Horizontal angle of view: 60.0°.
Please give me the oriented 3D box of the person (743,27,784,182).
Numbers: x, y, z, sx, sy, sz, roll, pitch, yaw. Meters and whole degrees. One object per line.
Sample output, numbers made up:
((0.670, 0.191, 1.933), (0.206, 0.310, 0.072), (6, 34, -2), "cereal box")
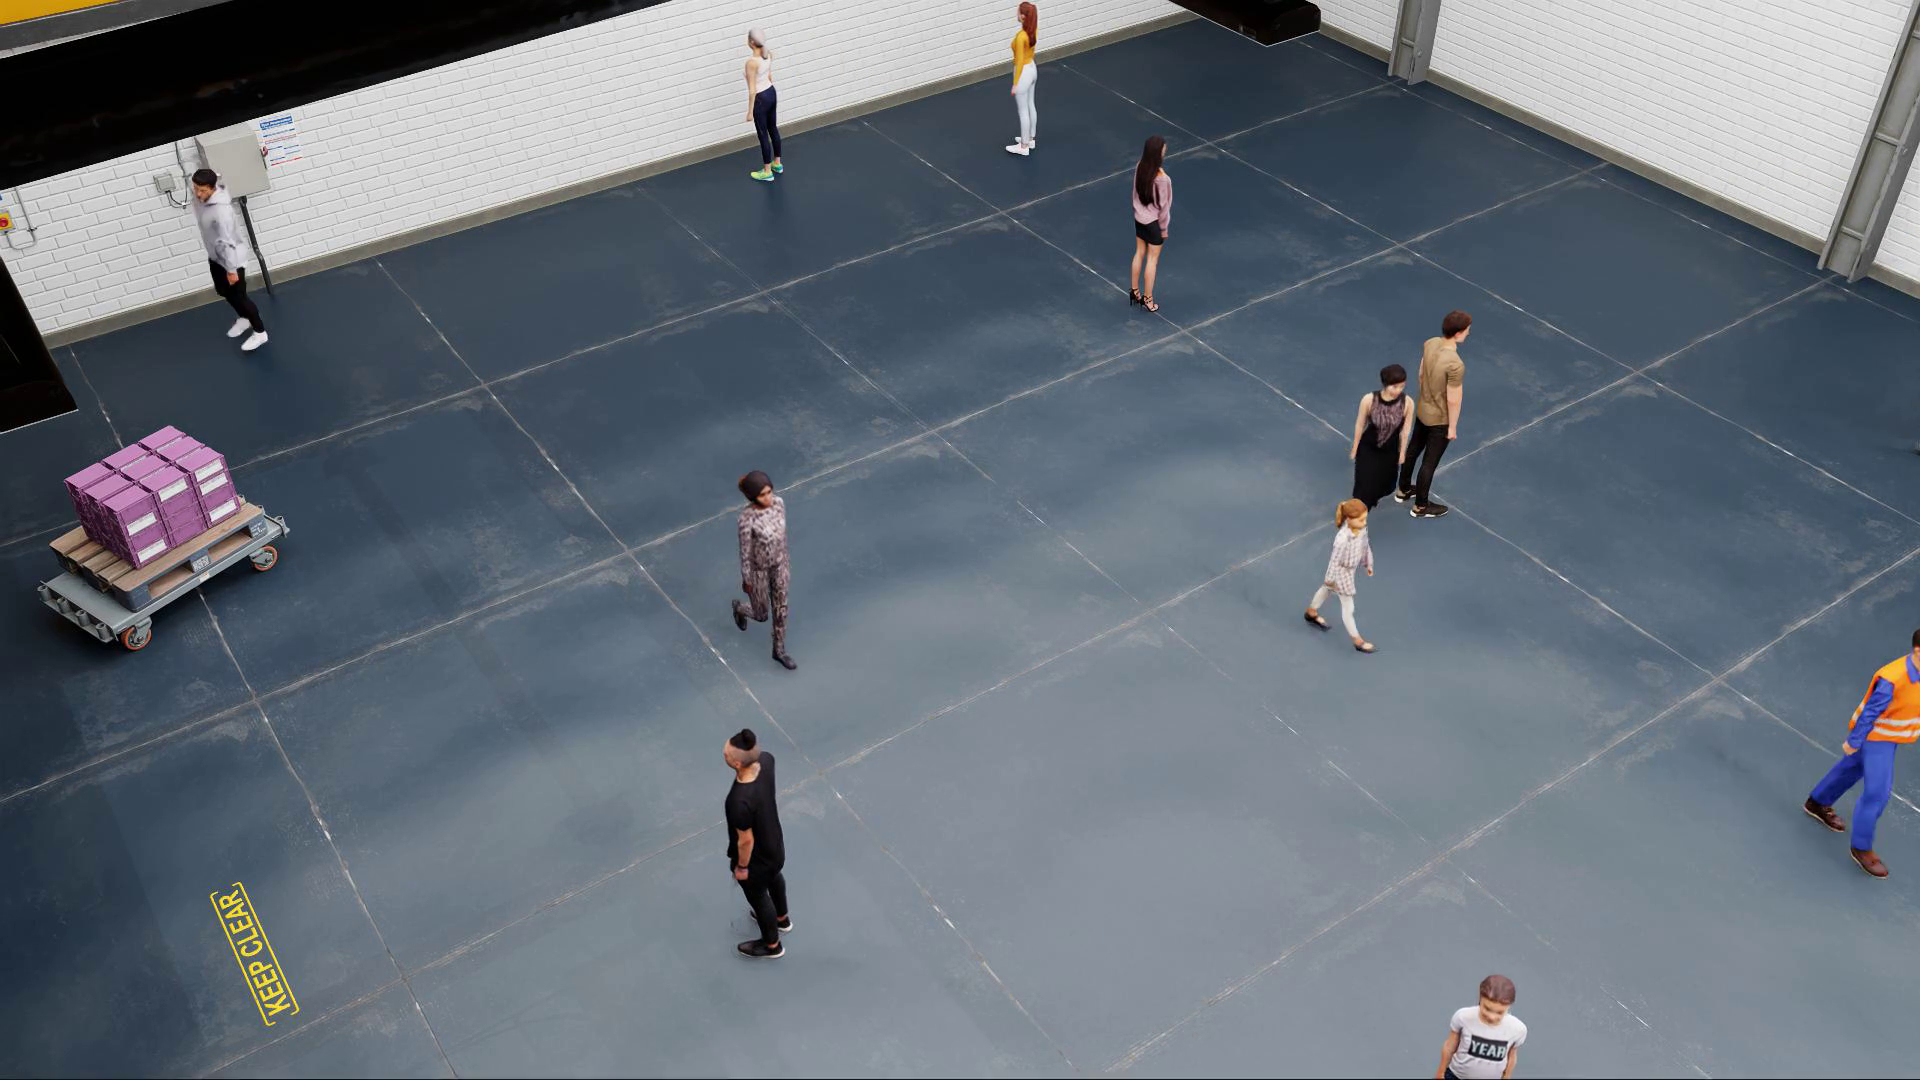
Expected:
((-2.156, -4.798, 18.274), (0.681, 1.702, 0.677), (18, 42, 21), "person")

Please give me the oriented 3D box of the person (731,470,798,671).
((-1.447, 0.177, 12.046), (0.648, 1.700, 0.926), (-30, 48, -32), "person")

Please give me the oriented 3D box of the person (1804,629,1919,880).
((5.832, 1.196, 10.658), (0.712, 1.840, 0.944), (-22, 43, -25), "person")

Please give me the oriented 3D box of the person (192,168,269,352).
((-6.784, -2.657, 15.439), (0.872, 1.895, 0.634), (-24, 44, -27), "person")

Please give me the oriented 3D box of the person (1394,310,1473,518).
((3.830, -1.028, 13.435), (0.783, 1.849, 0.608), (-12, 40, -14), "person")

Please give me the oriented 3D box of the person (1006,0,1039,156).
((0.733, -5.212, 18.754), (0.686, 1.750, 0.680), (19, 42, 22), "person")

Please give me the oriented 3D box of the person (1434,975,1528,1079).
((2.724, 2.824, 8.842), (0.610, 1.562, 0.680), (9, 39, 11), "person")

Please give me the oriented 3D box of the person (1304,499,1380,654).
((2.793, 0.197, 12.364), (0.948, 1.272, 0.649), (30, 47, 32), "person")

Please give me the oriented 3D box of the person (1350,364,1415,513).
((3.352, -0.755, 13.303), (0.832, 1.588, 0.892), (7, 39, 9), "person")

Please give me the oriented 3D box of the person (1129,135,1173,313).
((1.819, -3.037, 15.981), (0.683, 1.812, 0.459), (-22, 44, -25), "person")

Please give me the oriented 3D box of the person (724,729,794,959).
((-1.214, 1.787, 9.895), (0.824, 1.868, 0.770), (7, 39, 9), "person")
